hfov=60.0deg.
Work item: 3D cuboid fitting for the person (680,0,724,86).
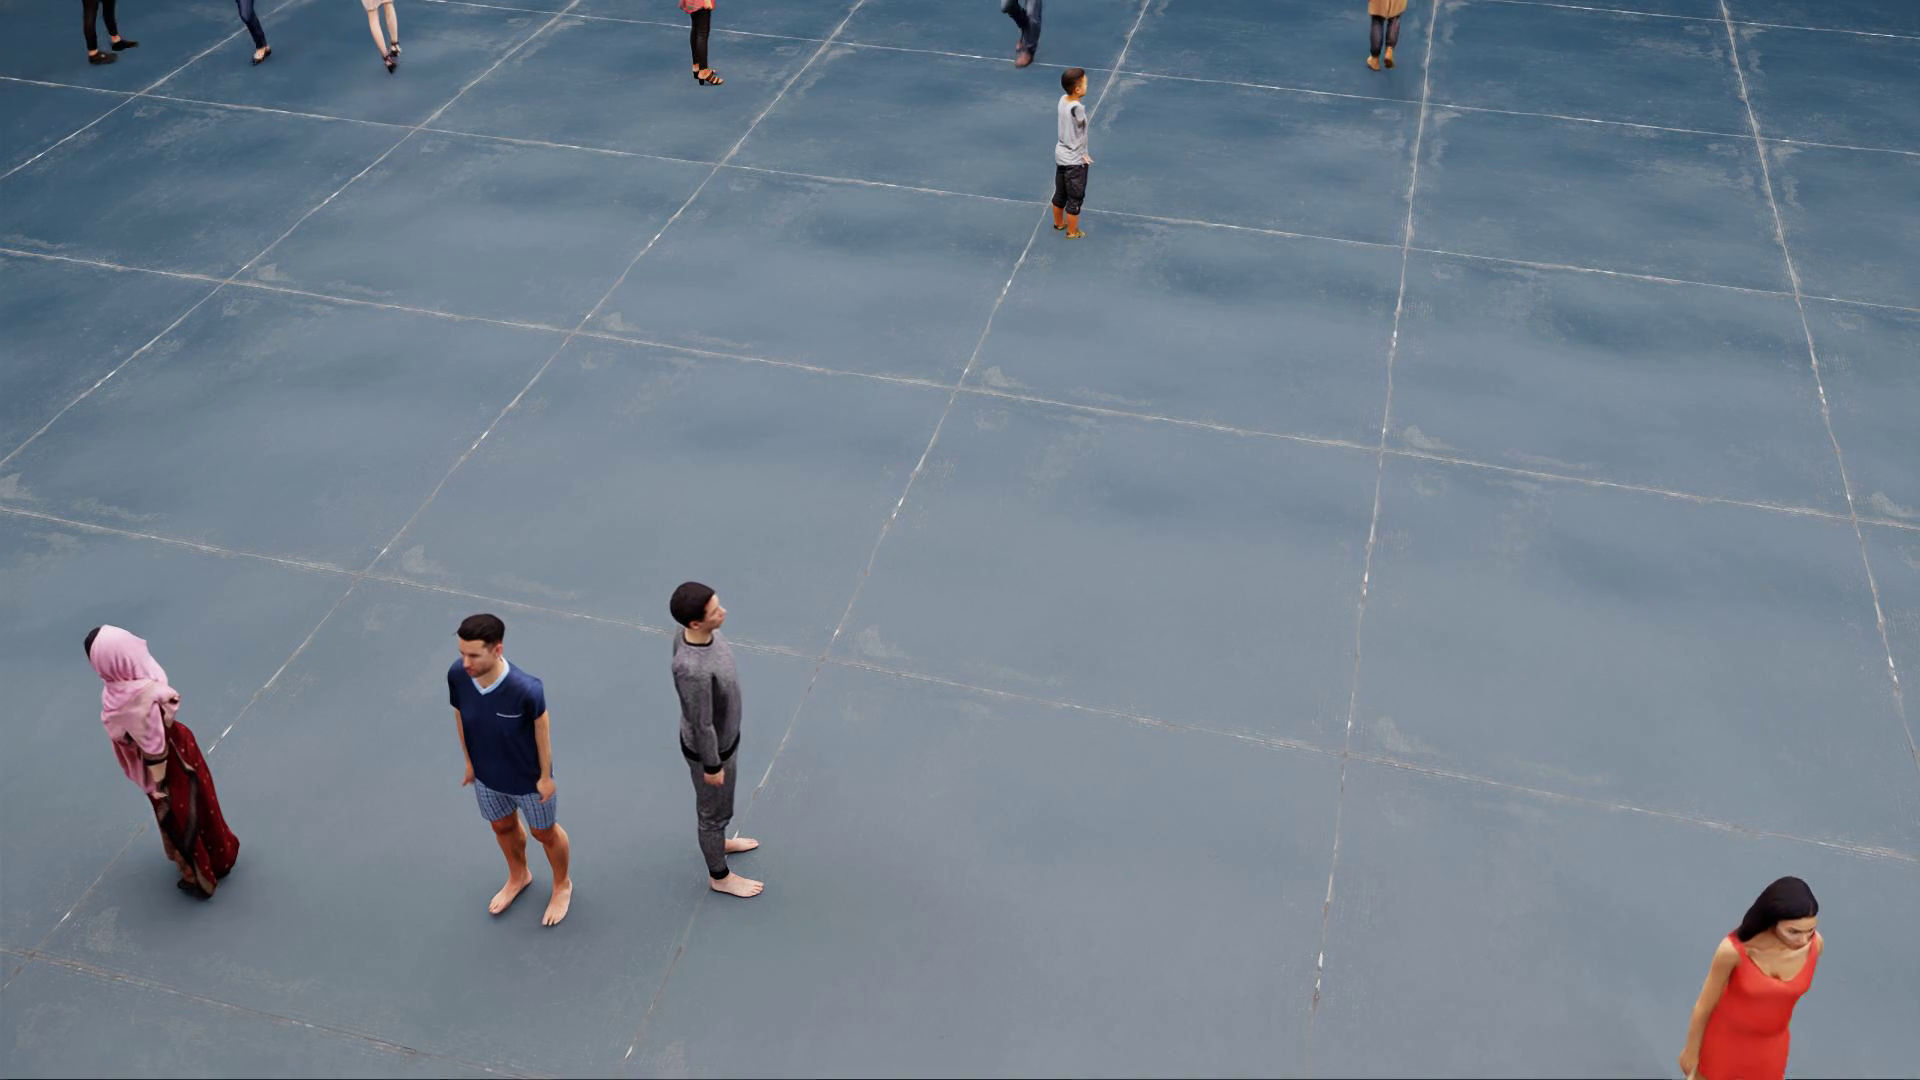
[{"bbox_3d":[-2.487,-5.205,15.828,0.767,1.702,0.678,-13,40,-16],"label":"person"}]

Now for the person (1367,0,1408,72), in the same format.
[{"bbox_3d":[4.146,-5.320,15.961,0.764,1.719,0.853,1,38,1],"label":"person"}]

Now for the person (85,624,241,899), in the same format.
[{"bbox_3d":[-3.798,1.017,7.929,0.824,1.636,0.738,-15,40,-18],"label":"person"}]

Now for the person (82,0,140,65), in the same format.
[{"bbox_3d":[-8.598,-5.464,16.171,0.896,1.688,0.817,-25,44,-28],"label":"person"}]

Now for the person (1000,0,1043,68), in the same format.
[{"bbox_3d":[0.702,-5.592,16.163,0.874,1.899,0.886,26,45,29],"label":"person"}]

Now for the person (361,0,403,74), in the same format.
[{"bbox_3d":[-5.654,-5.369,15.951,0.808,1.810,0.920,-8,39,-10],"label":"person"}]

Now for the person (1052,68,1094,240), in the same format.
[{"bbox_3d":[0.903,-3.160,13.414,0.697,1.456,0.641,-20,42,-24],"label":"person"}]

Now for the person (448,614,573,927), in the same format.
[{"bbox_3d":[-2.082,1.044,7.721,0.619,1.850,0.558,11,39,14],"label":"person"}]

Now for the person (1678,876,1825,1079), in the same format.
[{"bbox_3d":[3.113,1.915,6.722,0.719,1.709,0.735,-4,38,-5],"label":"person"}]

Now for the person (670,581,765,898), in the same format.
[{"bbox_3d":[-1.187,0.923,7.882,0.804,1.842,0.630,-3,38,-4],"label":"person"}]
